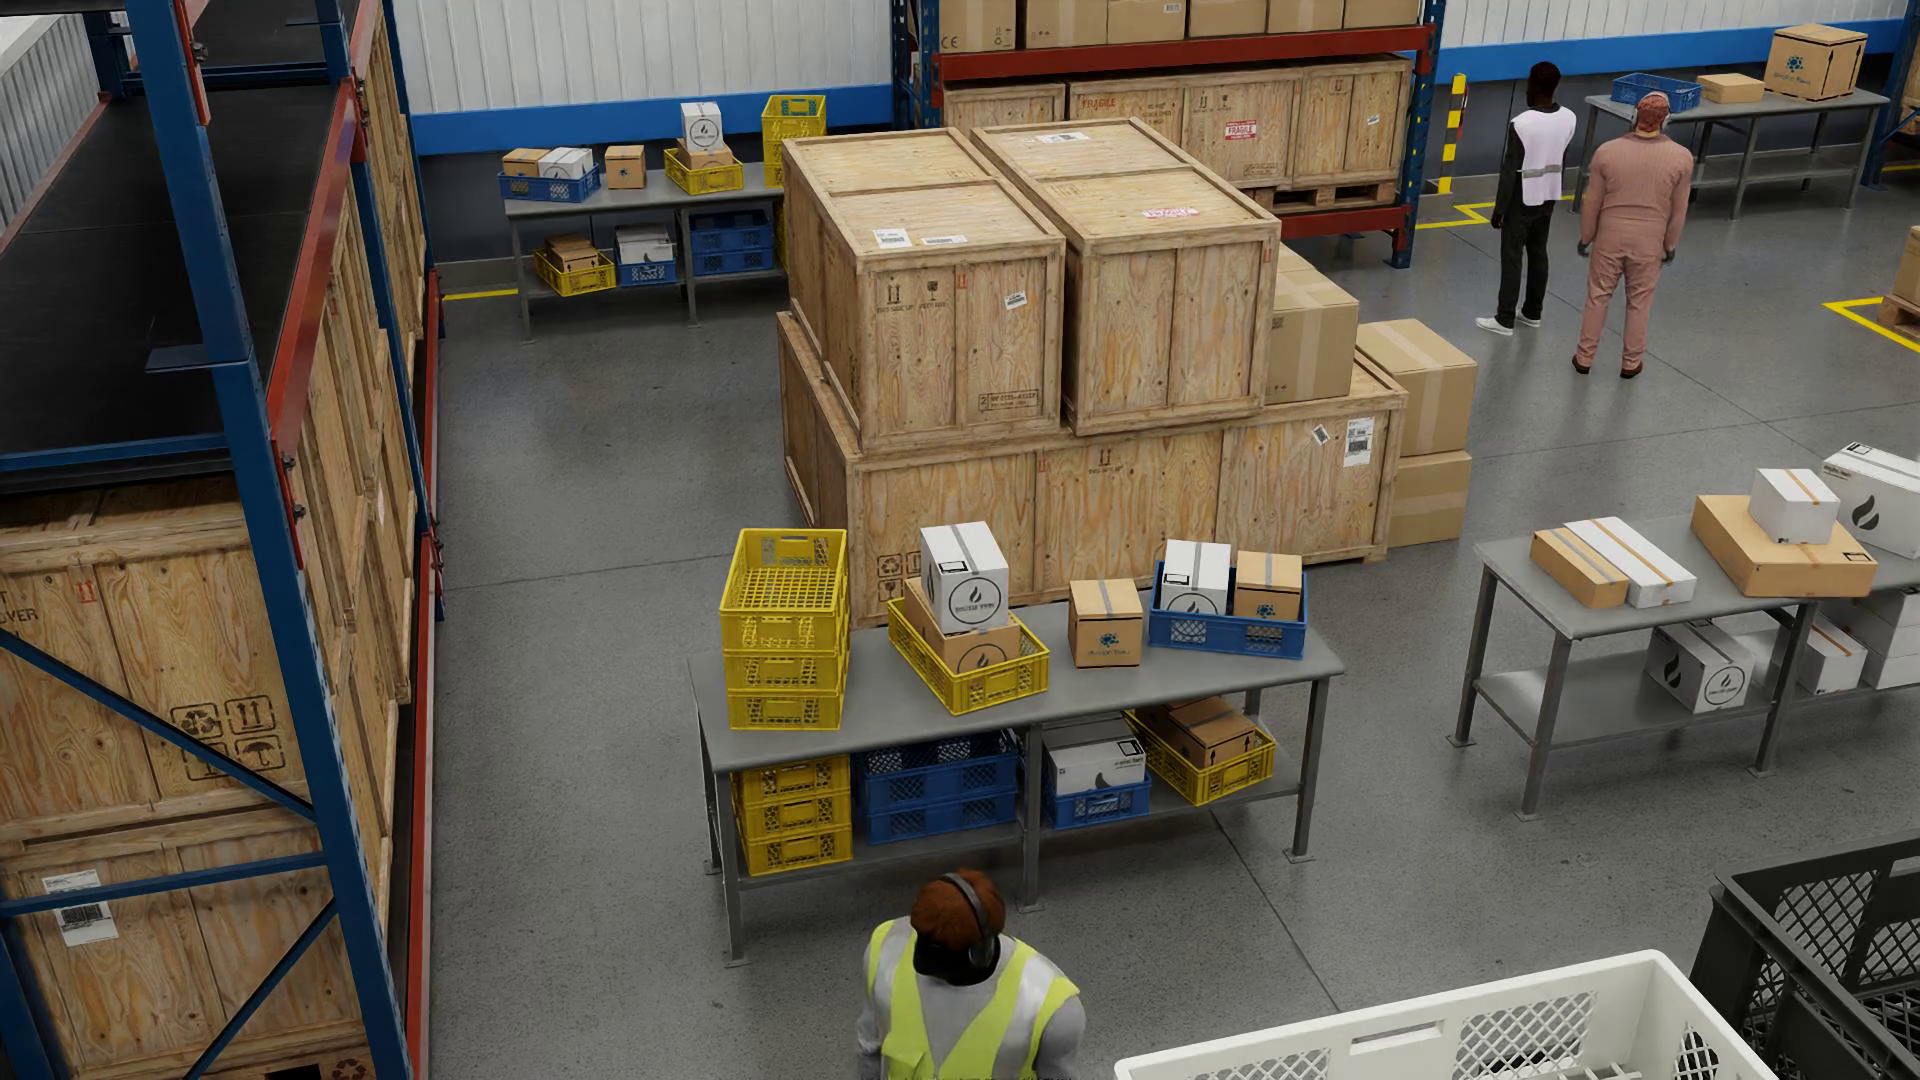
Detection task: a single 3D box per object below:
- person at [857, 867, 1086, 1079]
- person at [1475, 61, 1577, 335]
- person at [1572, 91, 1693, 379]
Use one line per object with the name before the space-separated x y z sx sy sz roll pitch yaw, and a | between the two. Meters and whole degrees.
person | 0.005 1.627 4.523 0.623 1.841 0.430 12 31 21
person | 4.038 -2.403 11.773 0.584 1.909 0.391 -16 33 -27
person | 4.450 -2.014 11.060 0.636 1.911 0.404 11 31 19
